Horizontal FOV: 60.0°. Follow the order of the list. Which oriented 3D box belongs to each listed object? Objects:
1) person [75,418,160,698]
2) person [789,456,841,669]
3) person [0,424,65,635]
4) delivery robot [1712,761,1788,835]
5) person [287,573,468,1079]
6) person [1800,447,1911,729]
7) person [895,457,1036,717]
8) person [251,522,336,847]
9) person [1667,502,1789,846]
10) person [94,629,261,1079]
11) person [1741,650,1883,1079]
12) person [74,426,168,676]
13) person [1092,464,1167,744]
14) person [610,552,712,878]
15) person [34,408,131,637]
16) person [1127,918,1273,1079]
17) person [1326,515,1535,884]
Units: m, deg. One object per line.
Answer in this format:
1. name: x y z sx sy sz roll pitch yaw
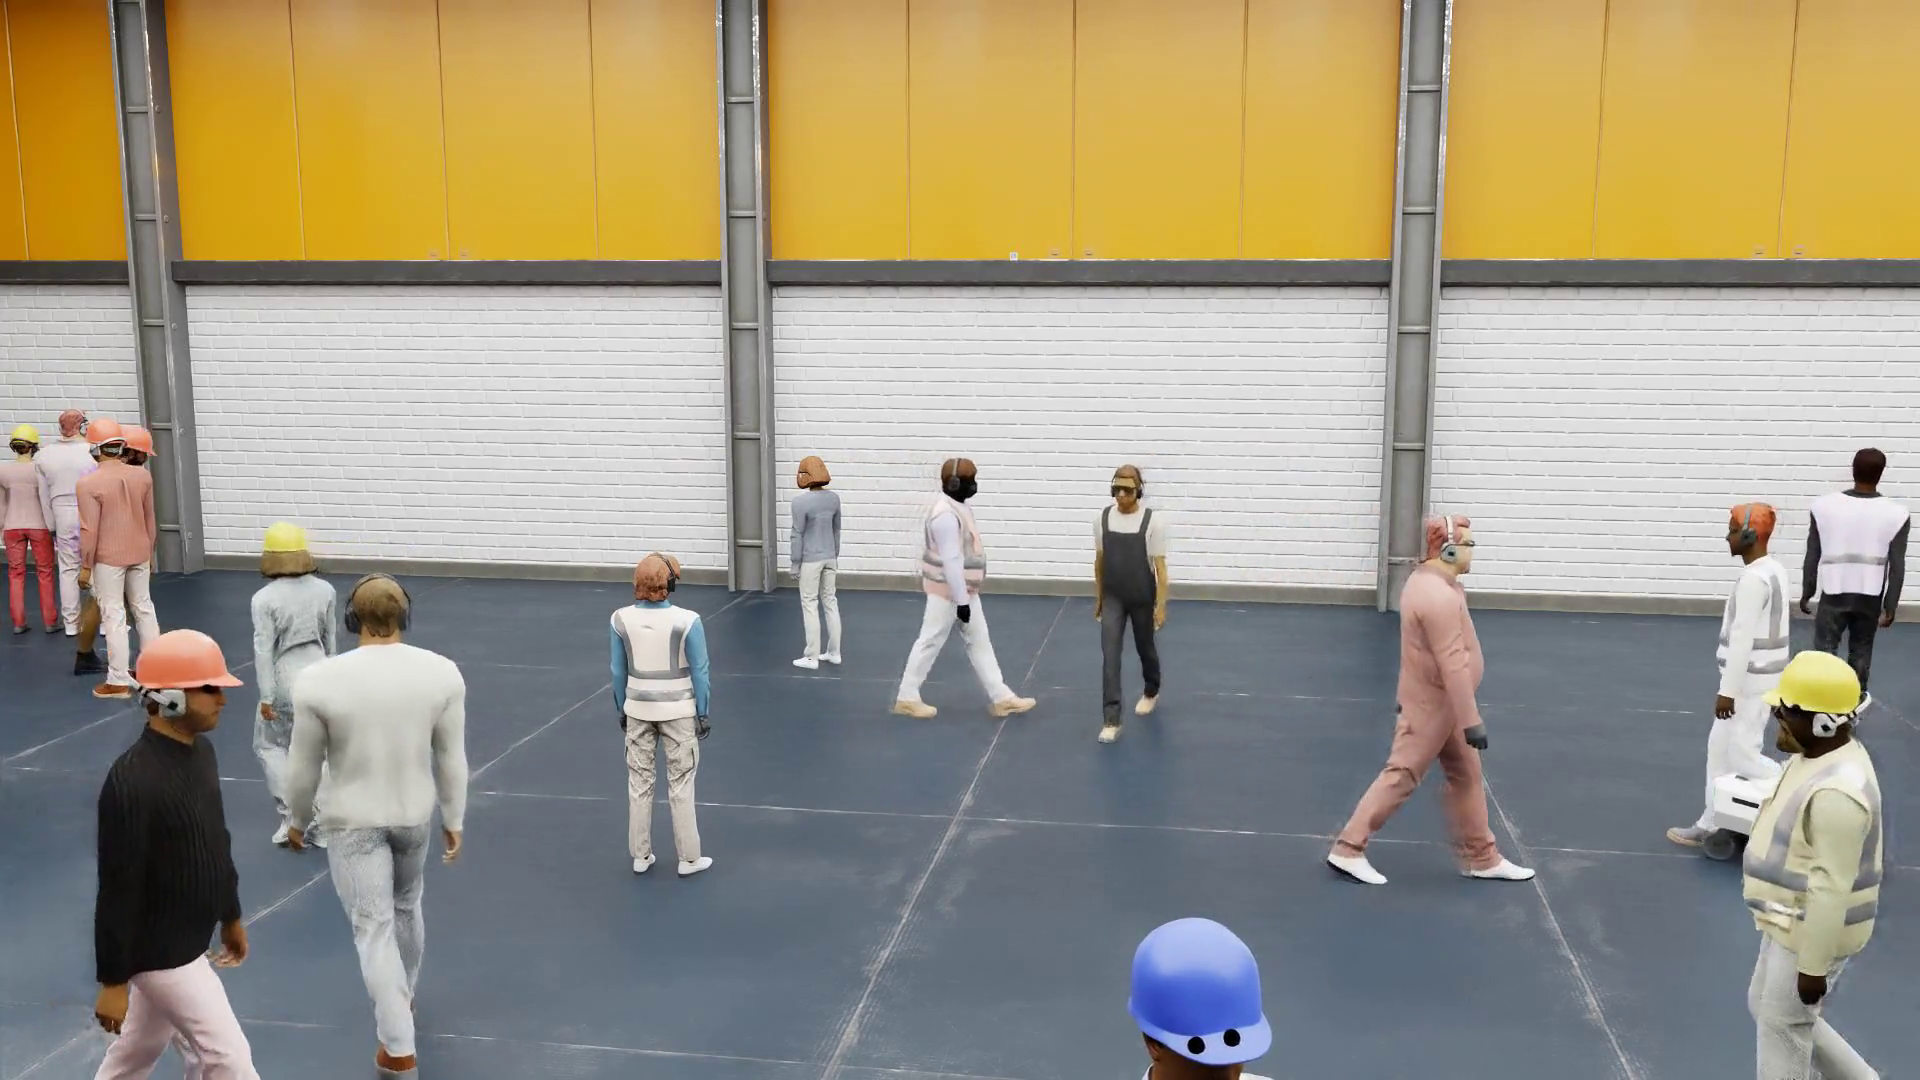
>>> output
1. person: -6.003 0.128 11.846 0.379 1.996 0.609 4 10 24
2. person: -1.101 0.169 12.738 0.279 1.624 0.494 7 12 38
3. person: -7.767 -0.086 13.904 0.518 1.757 0.341 -2 9 -11
4. delivery robot: 4.183 1.361 8.383 0.477 0.478 0.707 -6 11 -34
5. person: -2.226 1.062 6.398 0.636 1.903 0.884 -7 12 -37
6. person: 5.814 0.342 10.840 0.599 1.893 0.647 5 10 27
7. person: -0.005 0.337 11.199 0.975 1.789 0.651 2 9 11
8. person: -3.486 0.763 8.741 0.439 1.724 0.498 7 12 37
9. person: 4.142 0.734 8.530 0.777 1.861 0.589 5 11 30
10. person: -2.418 1.234 5.223 1.065 1.930 0.619 -1 9 -5
11. person: 2.829 1.252 5.456 0.552 1.816 0.610 4 10 24
12. person: -6.274 0.076 12.569 0.990 1.867 0.602 -5 11 -30
13. person: 1.141 0.370 10.985 0.519 1.808 0.954 4 10 22
14. person: -1.491 0.878 8.312 0.513 1.641 0.307 2 9 12
15. person: -7.250 -0.140 13.770 0.643 1.909 0.411 0 9 1
16. person: 0.383 1.594 2.947 0.603 1.949 0.389 -4 10 -25
17. person: 2.312 0.799 8.166 1.009 1.861 0.637 2 9 14
